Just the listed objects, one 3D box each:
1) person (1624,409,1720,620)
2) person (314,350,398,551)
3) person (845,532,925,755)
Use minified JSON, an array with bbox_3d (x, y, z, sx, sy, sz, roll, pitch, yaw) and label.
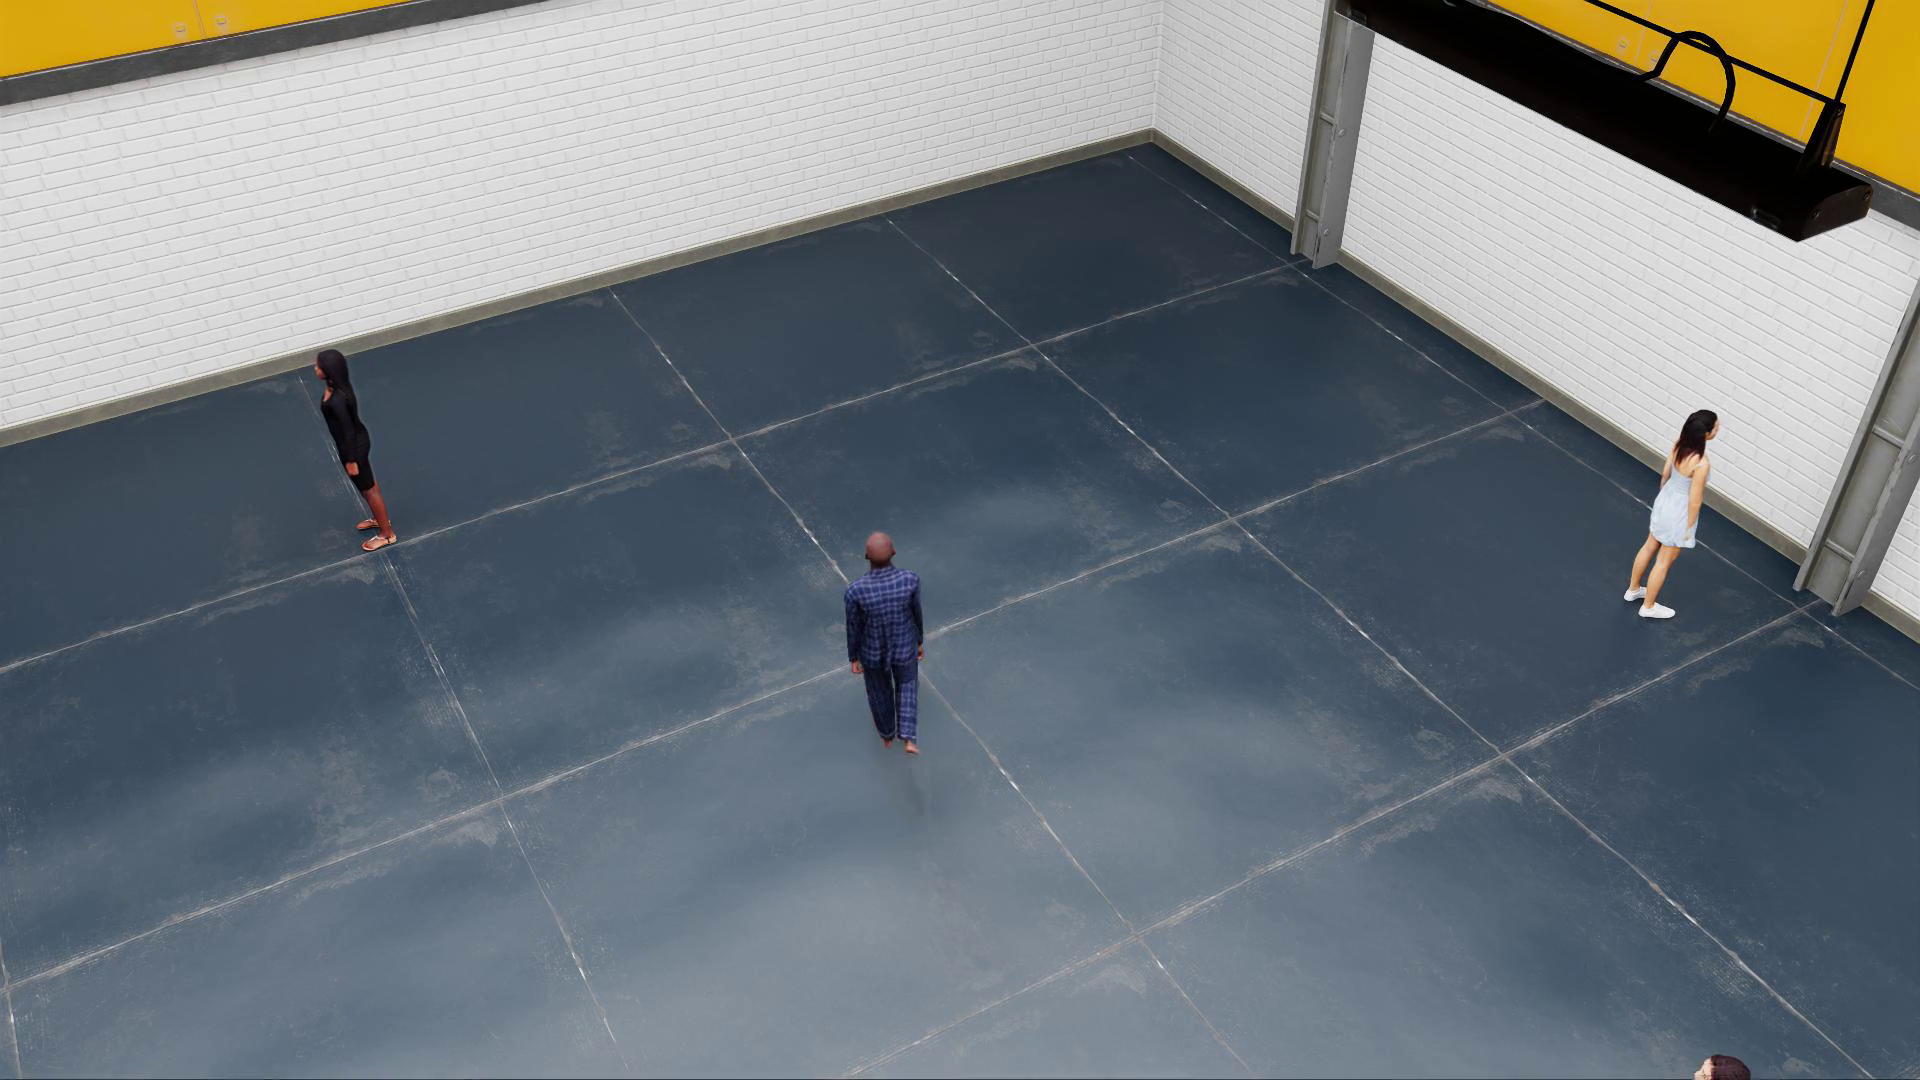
[{"bbox_3d":[5.106,-0.203,11.906,0.719,1.729,0.588,-5,39,-7],"label":"person"},{"bbox_3d":[-4.577,-0.690,12.524,0.697,1.720,0.472,-15,41,-18],"label":"person"},{"bbox_3d":[-0.439,0.726,10.678,0.793,1.809,0.920,-9,40,-11],"label":"person"}]
